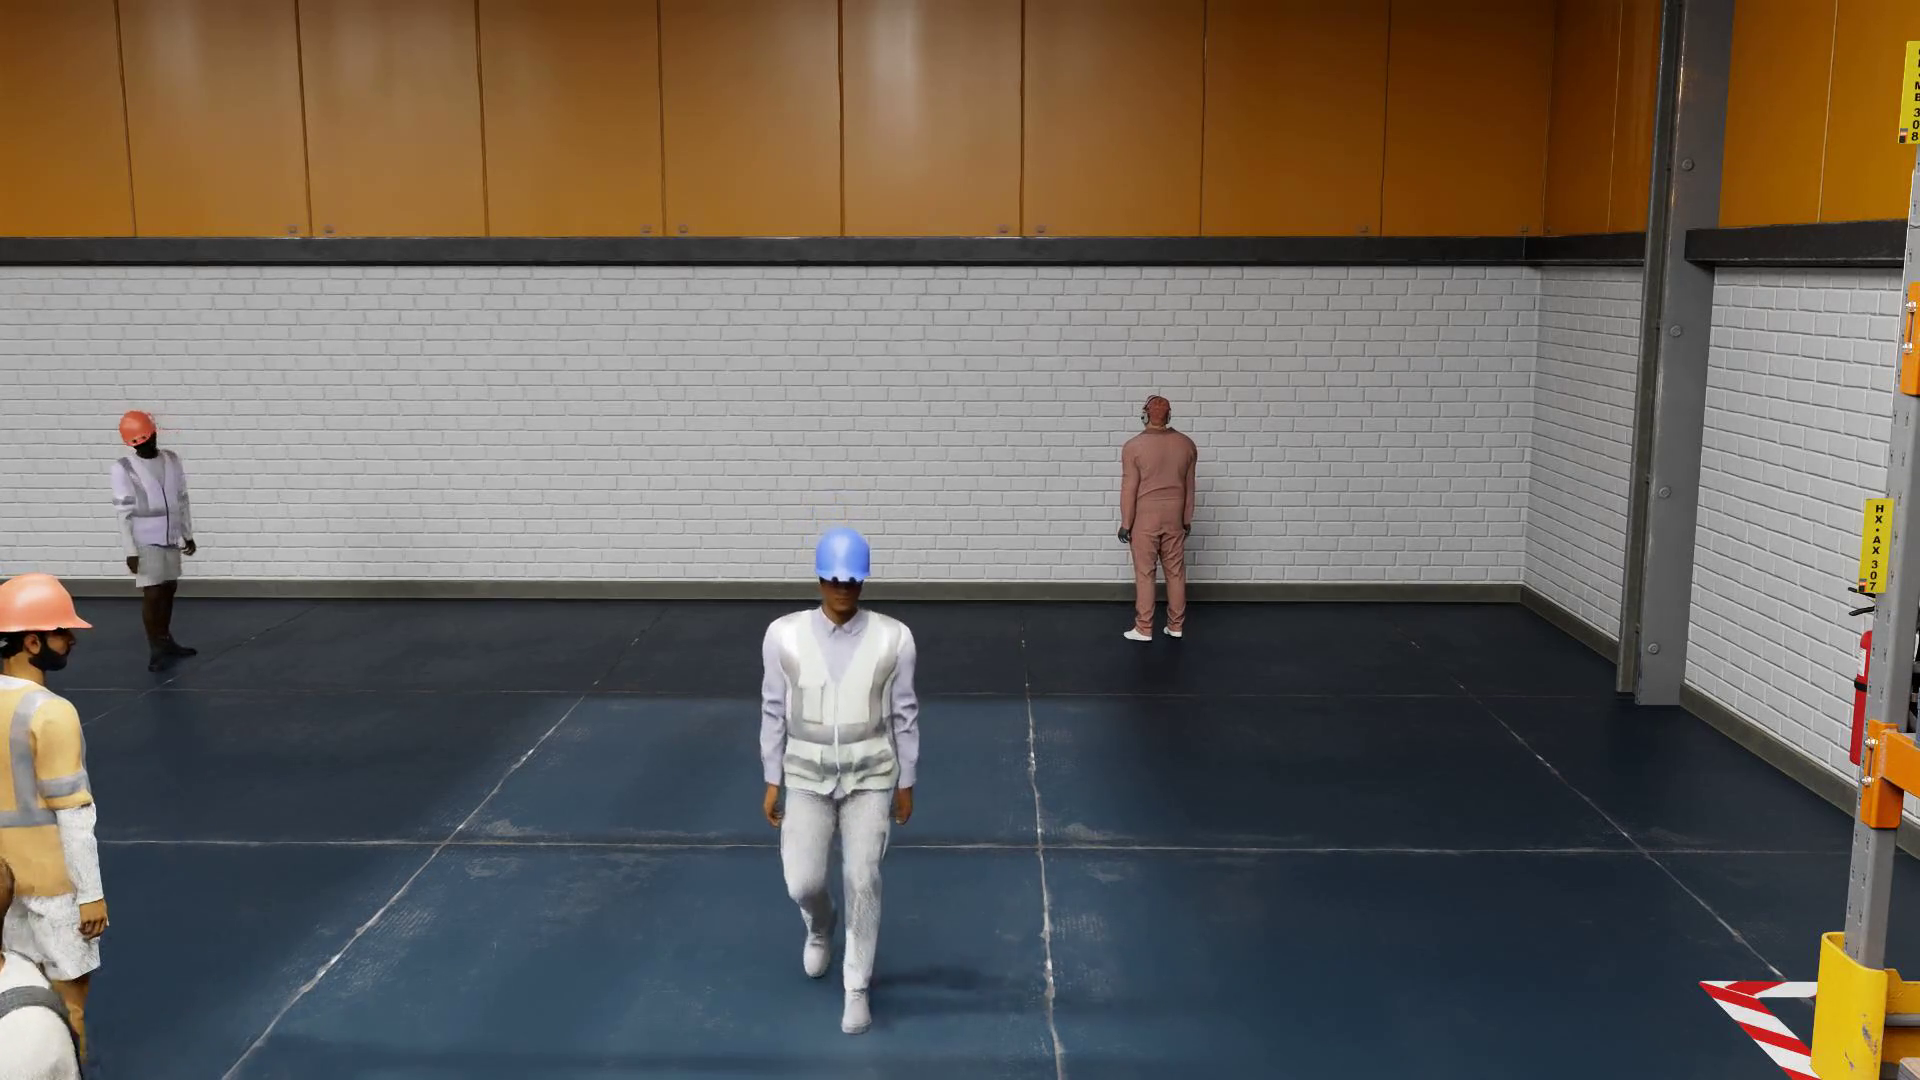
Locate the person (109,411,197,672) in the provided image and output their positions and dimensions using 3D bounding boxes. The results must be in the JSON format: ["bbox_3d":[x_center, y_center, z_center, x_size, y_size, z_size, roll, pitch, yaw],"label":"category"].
[{"bbox_3d":[-5.800,-0.004,12.006,0.485,1.892,0.672,4,10,25],"label":"person"}]

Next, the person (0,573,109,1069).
[{"bbox_3d":[-2.963,1.065,5.407,0.552,1.934,0.363,5,11,28],"label":"person"}]

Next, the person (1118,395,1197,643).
[{"bbox_3d":[1.500,-0.161,12.839,0.642,1.909,0.399,-4,10,-23],"label":"person"}]

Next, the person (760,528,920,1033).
[{"bbox_3d":[-0.457,0.895,6.407,0.616,1.936,0.531,0,9,-1],"label":"person"}]

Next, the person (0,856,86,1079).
[{"bbox_3d":[-1.857,1.457,3.453,0.882,1.817,0.535,-6,11,-33],"label":"person"}]
